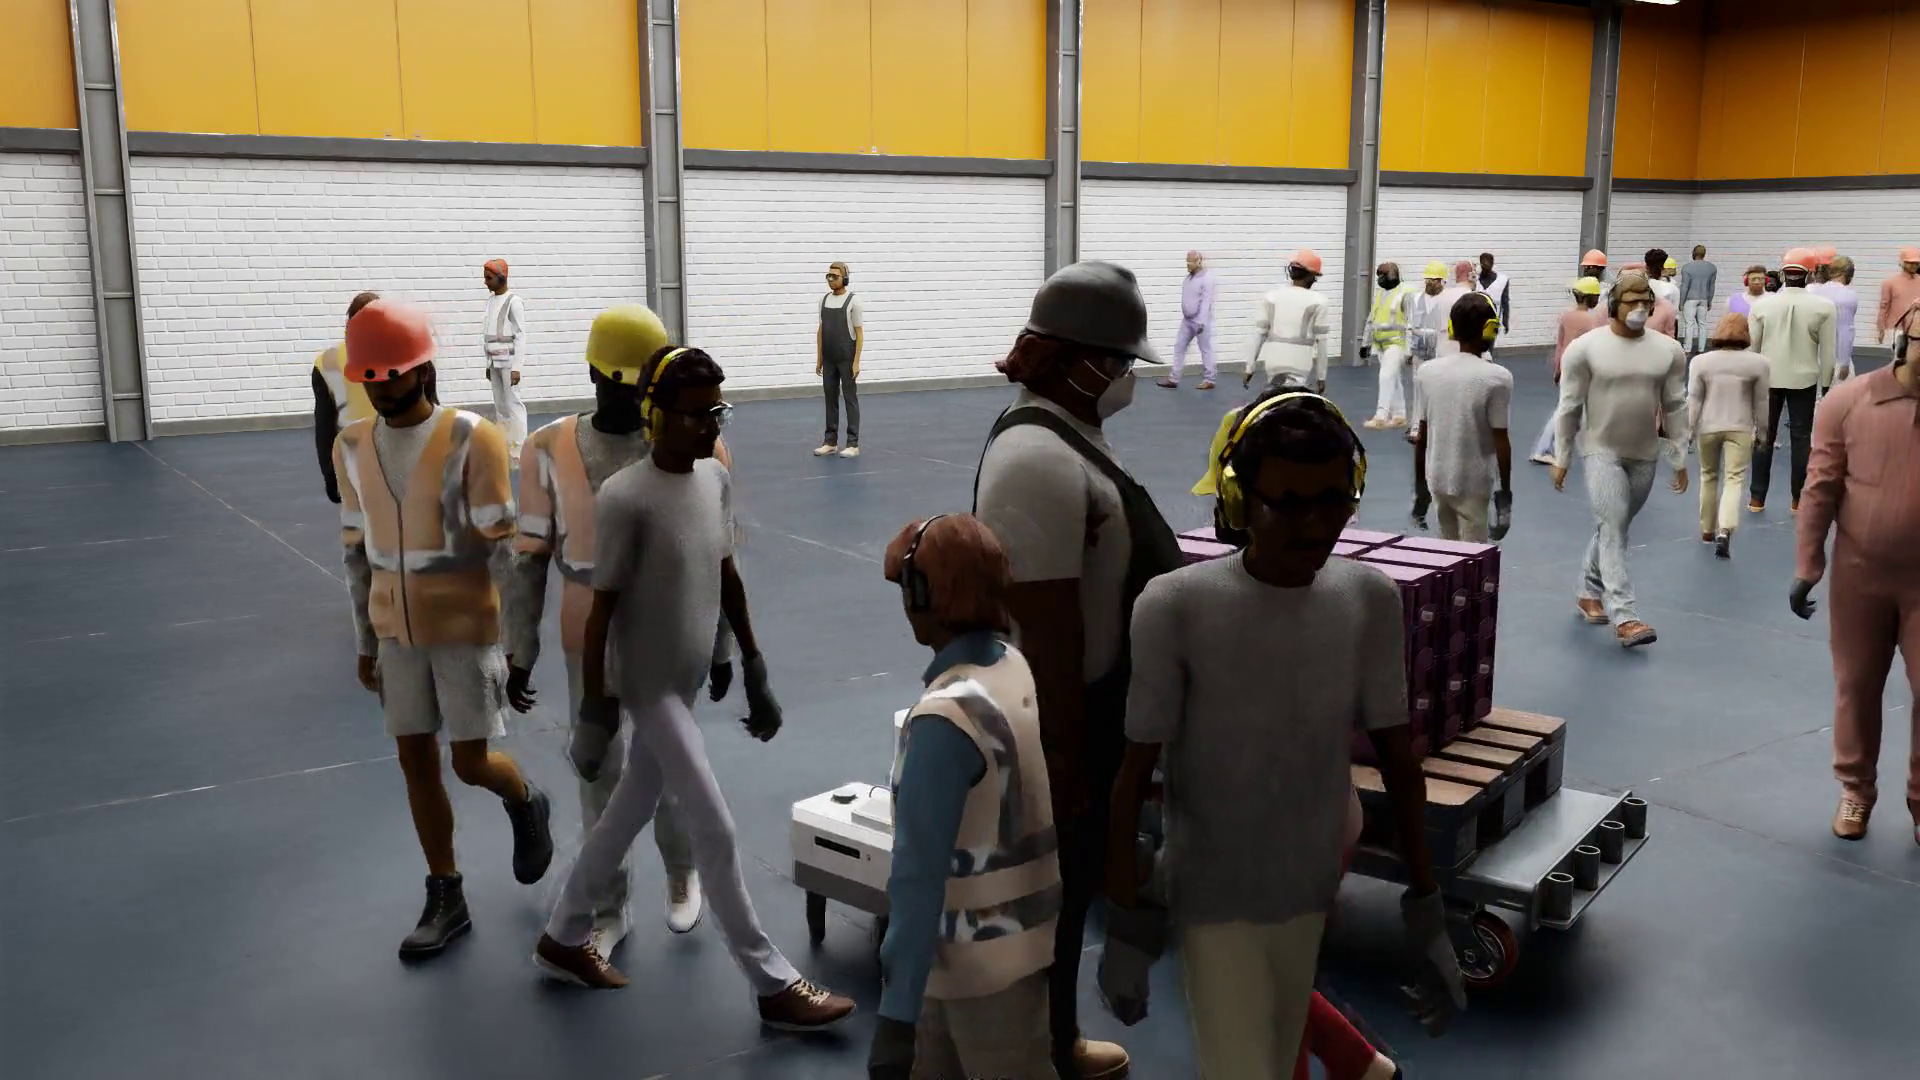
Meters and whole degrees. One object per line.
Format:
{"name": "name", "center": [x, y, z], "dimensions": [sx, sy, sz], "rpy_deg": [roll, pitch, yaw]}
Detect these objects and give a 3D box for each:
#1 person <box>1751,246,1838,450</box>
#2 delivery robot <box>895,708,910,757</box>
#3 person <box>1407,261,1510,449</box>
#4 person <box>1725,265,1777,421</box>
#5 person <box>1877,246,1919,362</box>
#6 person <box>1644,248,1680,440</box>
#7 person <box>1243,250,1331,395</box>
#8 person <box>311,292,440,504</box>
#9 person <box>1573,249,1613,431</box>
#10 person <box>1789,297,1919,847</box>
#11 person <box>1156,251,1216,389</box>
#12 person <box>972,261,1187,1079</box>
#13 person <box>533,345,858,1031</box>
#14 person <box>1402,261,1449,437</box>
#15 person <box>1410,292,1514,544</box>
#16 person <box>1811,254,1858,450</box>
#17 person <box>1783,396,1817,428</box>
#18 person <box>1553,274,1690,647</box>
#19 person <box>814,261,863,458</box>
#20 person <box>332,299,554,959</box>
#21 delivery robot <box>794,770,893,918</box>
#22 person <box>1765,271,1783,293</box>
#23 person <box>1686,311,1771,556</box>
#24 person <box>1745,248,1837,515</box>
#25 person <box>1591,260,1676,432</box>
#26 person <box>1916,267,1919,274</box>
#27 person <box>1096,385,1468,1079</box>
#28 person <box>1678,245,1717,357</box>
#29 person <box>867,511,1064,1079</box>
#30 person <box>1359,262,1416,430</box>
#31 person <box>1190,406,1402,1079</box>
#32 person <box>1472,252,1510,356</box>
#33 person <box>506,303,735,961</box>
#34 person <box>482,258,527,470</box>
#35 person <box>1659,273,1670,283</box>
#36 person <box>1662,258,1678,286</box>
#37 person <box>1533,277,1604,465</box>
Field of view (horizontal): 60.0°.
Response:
{"name": "person", "center": [8.233, -1.842, 16.119], "dimensions": [1.060, 1.995, 0.621], "rpy_deg": [2, 11, 10]}
{"name": "delivery robot", "center": [0.104, 0.727, 5.706], "dimensions": [0.707, 0.478, 0.477], "rpy_deg": [10, 14, 43]}
{"name": "person", "center": [4.905, -1.809, 16.338], "dimensions": [1.047, 1.851, 0.643], "rpy_deg": [0, 10, 1]}
{"name": "person", "center": [8.093, -1.904, 16.976], "dimensions": [0.593, 1.805, 0.946], "rpy_deg": [2, 11, 12]}
{"name": "person", "center": [11.706, -2.660, 20.664], "dimensions": [0.624, 1.967, 0.851], "rpy_deg": [0, 10, 1]}
{"name": "person", "center": [7.067, -2.001, 17.064], "dimensions": [0.603, 1.959, 0.374], "rpy_deg": [9, 14, 42]}
{"name": "person", "center": [2.779, -1.462, 14.104], "dimensions": [0.692, 1.970, 1.042], "rpy_deg": [7, 12, 32]}
{"name": "person", "center": [-3.070, -0.410, 8.833], "dimensions": [0.622, 1.791, 1.004], "rpy_deg": [-2, 11, -13]}
{"name": "person", "center": [6.659, -2.092, 17.612], "dimensions": [0.353, 1.942, 0.545], "rpy_deg": [-5, 11, -25]}
{"name": "person", "center": [3.188, 0.121, 5.640], "dimensions": [0.662, 1.892, 0.469], "rpy_deg": [6, 12, 32]}
{"name": "person", "center": [3.119, -2.971, 22.608], "dimensions": [0.899, 1.870, 0.663], "rpy_deg": [-6, 12, -30]}
{"name": "person", "center": [0.288, 0.372, 3.831], "dimensions": [0.535, 2.000, 0.673], "rpy_deg": [0, 10, 1]}
{"name": "person", "center": [-0.771, 0.397, 4.387], "dimensions": [0.994, 1.826, 0.539], "rpy_deg": [3, 11, 18]}
{"name": "person", "center": [4.860, -1.949, 17.135], "dimensions": [0.596, 1.830, 0.404], "rpy_deg": [9, 13, 39]}
{"name": "person", "center": [2.256, -0.208, 7.615], "dimensions": [0.743, 1.836, 0.530], "rpy_deg": [-8, 13, -37]}
{"name": "person", "center": [8.061, -1.666, 15.384], "dimensions": [0.504, 1.915, 0.667], "rpy_deg": [-1, 10, -4]}
{"name": "person", "center": [9.151, -1.974, 17.914], "dimensions": [0.829, 1.580, 0.514], "rpy_deg": [-6, 12, -30]}
{"name": "person", "center": [3.448, -0.422, 8.620], "dimensions": [0.646, 1.904, 0.898], "rpy_deg": [-1, 10, -3]}
{"name": "person", "center": [-1.149, -1.703, 15.742], "dimensions": [0.506, 1.847, 0.345], "rpy_deg": [6, 12, 30]}
{"name": "person", "center": [-1.506, 0.243, 4.896], "dimensions": [0.591, 1.908, 0.637], "rpy_deg": [3, 11, 14]}
{"name": "delivery robot", "center": [-0.150, 0.895, 4.783], "dimensions": [0.707, 0.478, 0.477], "rpy_deg": [9, 14, 40]}
{"name": "person", "center": [9.129, -2.190, 18.816], "dimensions": [0.317, 1.700, 0.537], "rpy_deg": [-8, 13, -38]}
{"name": "person", "center": [5.057, -0.715, 10.999], "dimensions": [0.500, 1.602, 0.802], "rpy_deg": [6, 12, 28]}
{"name": "person", "center": [6.224, -1.187, 12.507], "dimensions": [0.623, 1.992, 0.397], "rpy_deg": [6, 12, 29]}
{"name": "person", "center": [5.380, -1.289, 13.352], "dimensions": [0.663, 1.886, 0.480], "rpy_deg": [3, 11, 16]}
{"name": "person", "center": [14.997, -3.495, 26.037], "dimensions": [0.690, 1.670, 0.546], "rpy_deg": [-9, 13, -39]}
{"name": "person", "center": [0.546, 0.659, 2.803], "dimensions": [0.564, 1.839, 0.647], "rpy_deg": [-5, 11, -24]}
{"name": "person", "center": [12.761, -4.138, 28.839], "dimensions": [0.634, 1.940, 0.367], "rpy_deg": [-1, 10, -8]}
{"name": "person", "center": [-0.021, 0.750, 2.963], "dimensions": [0.773, 1.586, 0.624], "rpy_deg": [2, 10, 9]}
{"name": "person", "center": [4.594, -2.092, 18.017], "dimensions": [0.843, 1.798, 0.638], "rpy_deg": [-4, 11, -22]}
{"name": "person", "center": [0.696, 0.589, 3.463], "dimensions": [0.476, 1.747, 0.524], "rpy_deg": [-1, 10, -7]}
{"name": "person", "center": [7.359, -3.081, 23.246], "dimensions": [0.606, 1.875, 0.991], "rpy_deg": [6, 12, 30]}
{"name": "person", "center": [-0.957, 0.283, 4.707], "dimensions": [0.626, 1.902, 0.457], "rpy_deg": [2, 10, 10]}
{"name": "person", "center": [-4.090, -1.569, 14.903], "dimensions": [0.355, 1.884, 0.574], "rpy_deg": [-9, 14, -41]}
{"name": "person", "center": [9.193, -2.735, 22.035], "dimensions": [0.523, 1.614, 0.740], "rpy_deg": [-3, 11, -15]}
{"name": "person", "center": [11.034, -3.531, 26.044], "dimensions": [0.308, 1.744, 0.485], "rpy_deg": [-3, 11, -15]}
{"name": "person", "center": [5.665, -1.534, 15.168], "dimensions": [0.927, 1.712, 0.546], "rpy_deg": [-2, 11, -11]}
